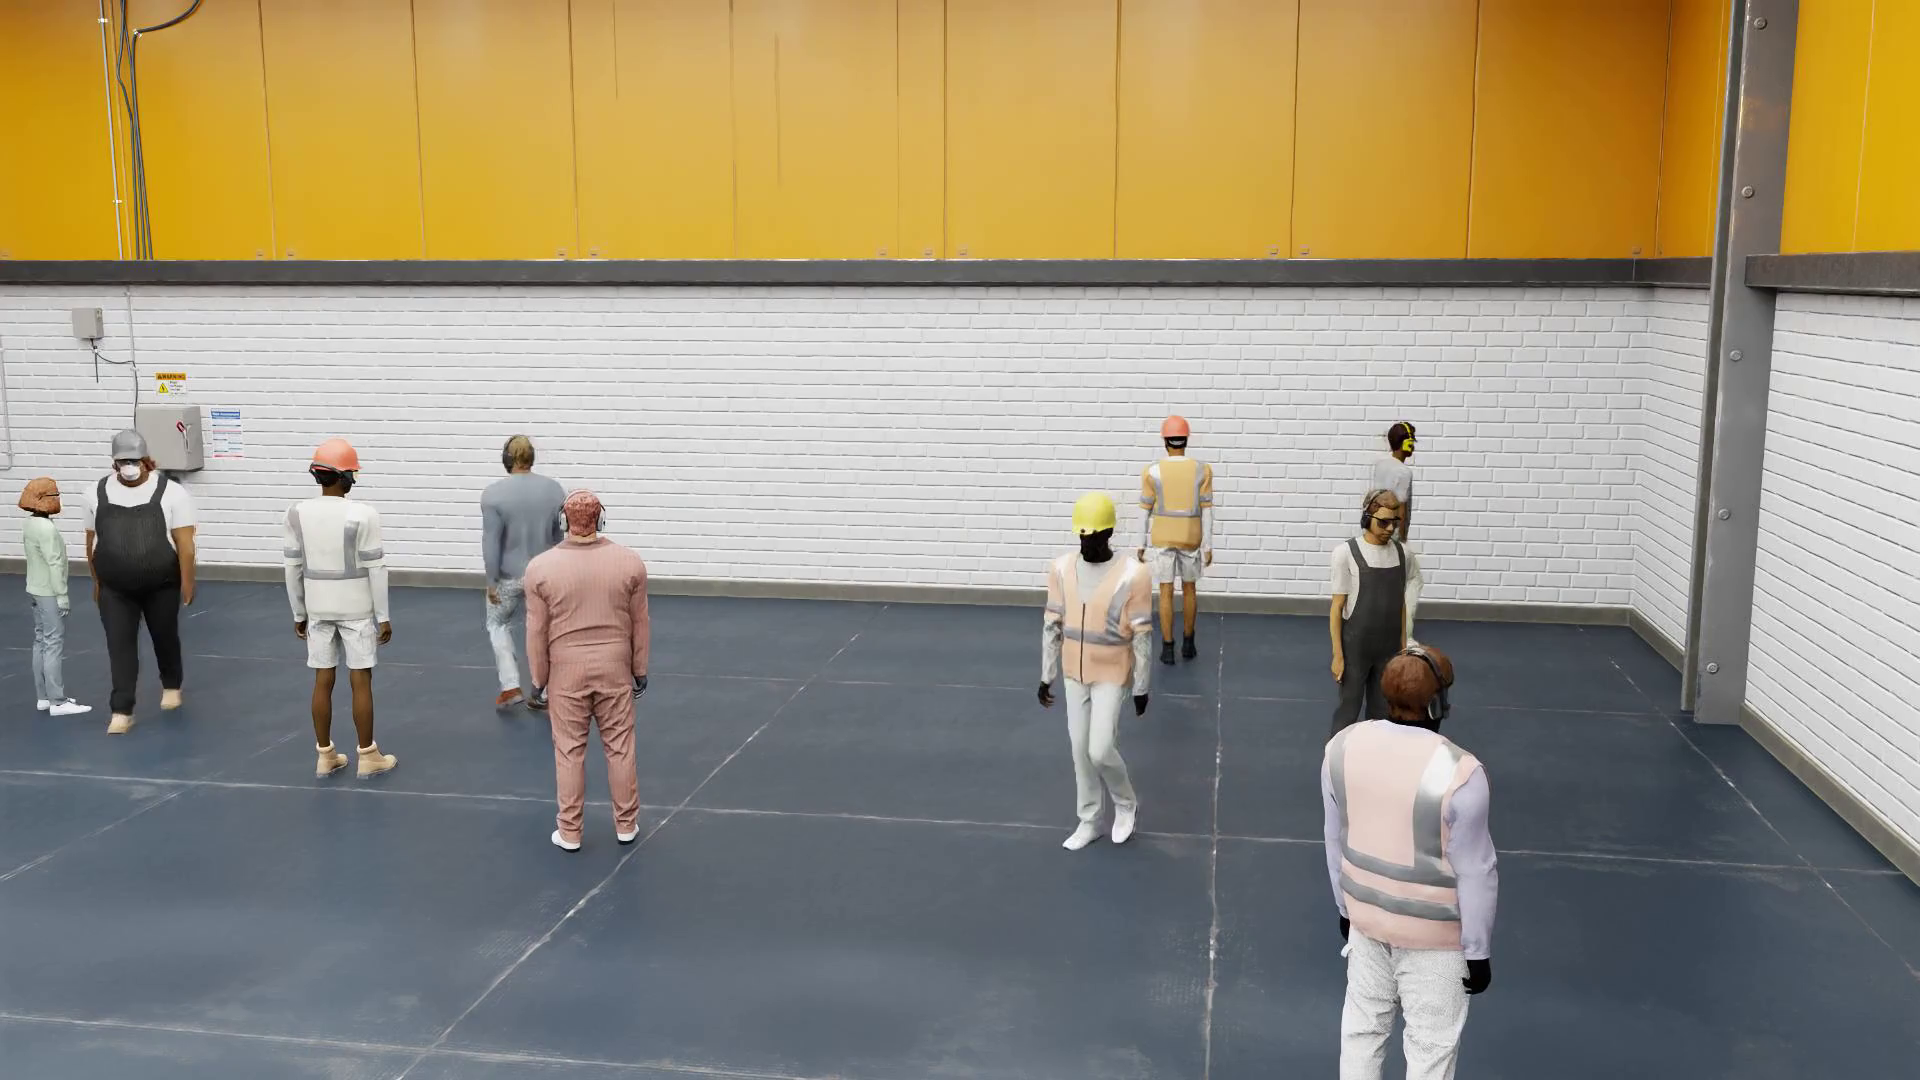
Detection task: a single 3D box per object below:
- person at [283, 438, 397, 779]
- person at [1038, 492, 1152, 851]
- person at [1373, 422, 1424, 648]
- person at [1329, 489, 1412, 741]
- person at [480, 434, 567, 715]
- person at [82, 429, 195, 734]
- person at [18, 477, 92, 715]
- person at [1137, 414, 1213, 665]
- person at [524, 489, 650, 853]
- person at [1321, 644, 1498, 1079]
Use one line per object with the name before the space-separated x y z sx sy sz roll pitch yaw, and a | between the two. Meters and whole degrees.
person | -3.689 0.413 9.941 0.616 2.041 0.378 1 9 8
person | 0.698 0.694 8.638 0.588 1.910 0.412 7 12 37
person | 3.470 -0.007 13.178 0.676 1.841 0.534 -4 10 -23
person | 2.290 0.626 9.256 0.506 1.842 0.346 -4 10 -21
person | -2.983 0.241 11.374 0.630 1.923 0.557 -7 12 -37
person | -5.526 0.207 11.221 0.690 2.000 0.924 -3 10 -17
person | -6.226 0.383 11.389 0.499 1.633 0.286 9 13 44
person | 1.668 -0.011 12.922 0.556 1.934 0.527 0 9 2
person | -1.946 0.680 8.714 0.643 1.909 0.410 -4 10 -22
person | 1.472 1.247 5.414 0.429 1.845 0.627 -7 12 -38
